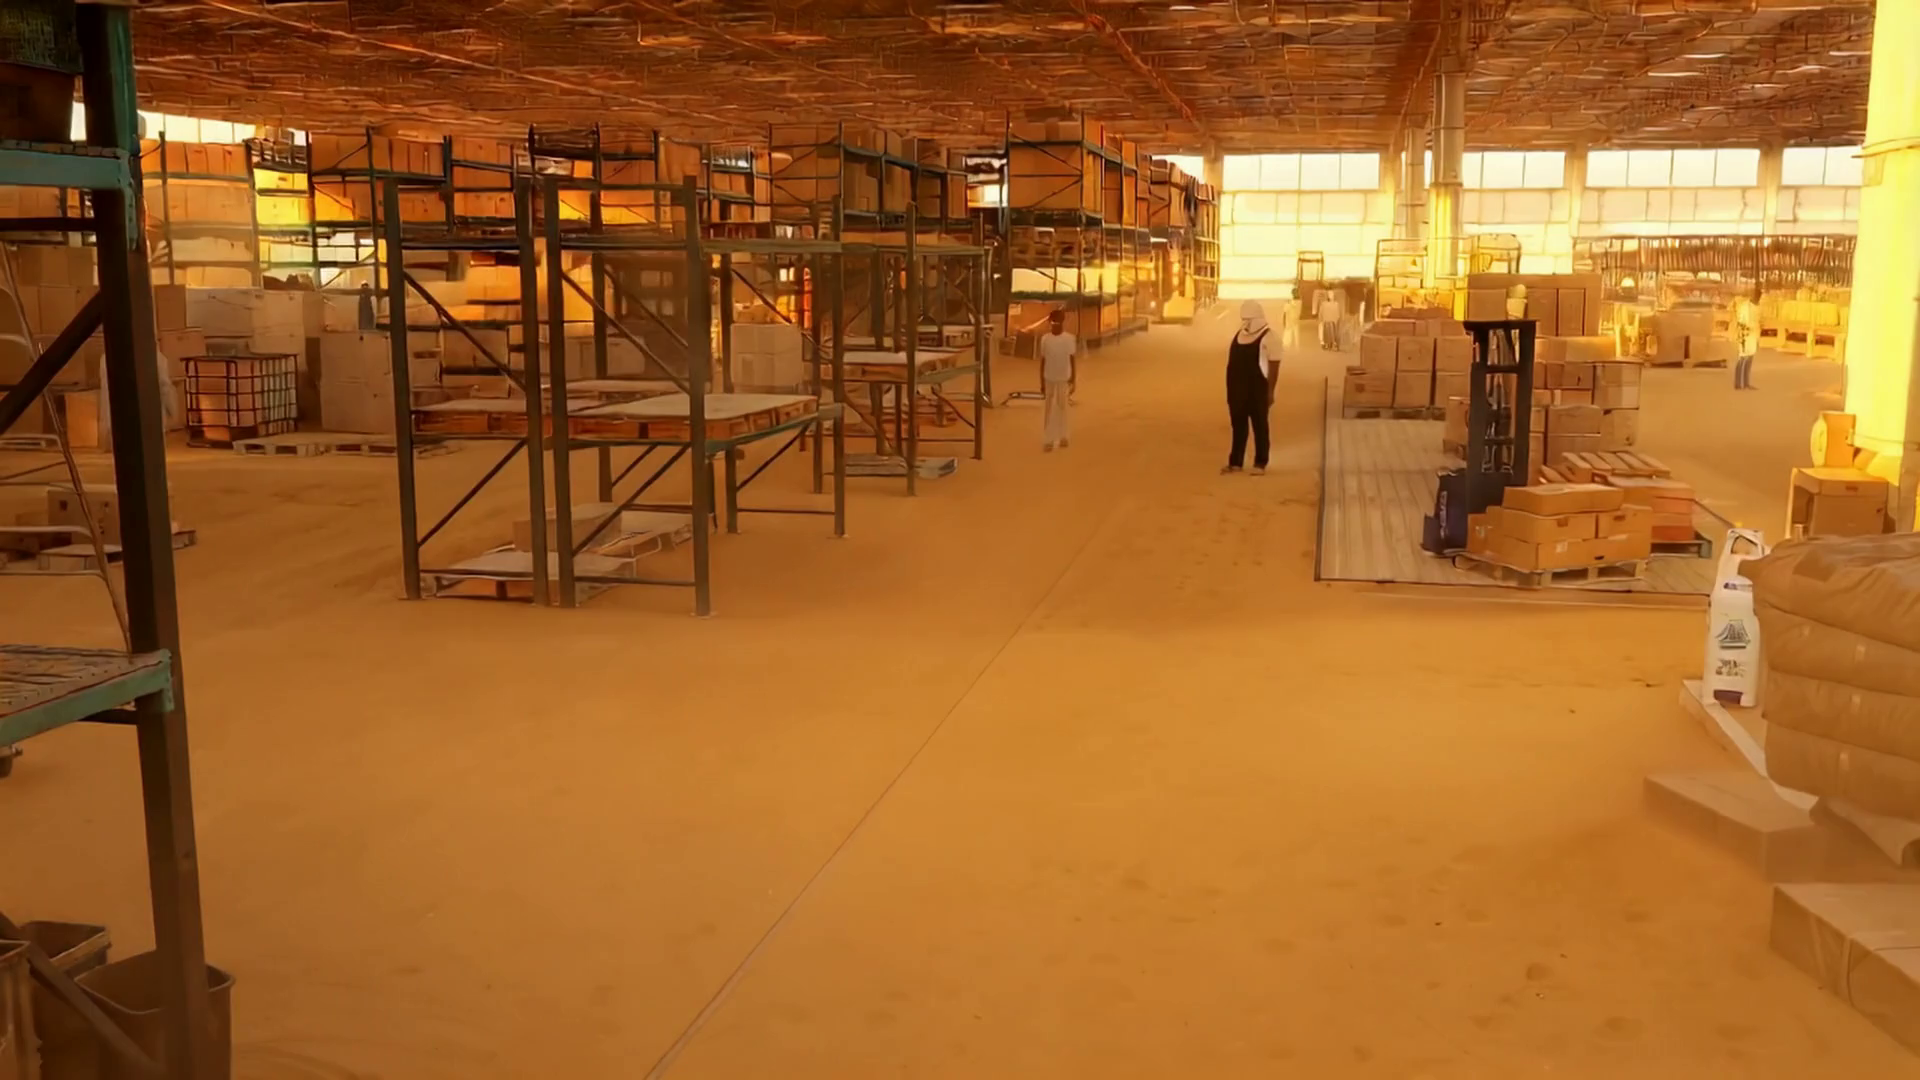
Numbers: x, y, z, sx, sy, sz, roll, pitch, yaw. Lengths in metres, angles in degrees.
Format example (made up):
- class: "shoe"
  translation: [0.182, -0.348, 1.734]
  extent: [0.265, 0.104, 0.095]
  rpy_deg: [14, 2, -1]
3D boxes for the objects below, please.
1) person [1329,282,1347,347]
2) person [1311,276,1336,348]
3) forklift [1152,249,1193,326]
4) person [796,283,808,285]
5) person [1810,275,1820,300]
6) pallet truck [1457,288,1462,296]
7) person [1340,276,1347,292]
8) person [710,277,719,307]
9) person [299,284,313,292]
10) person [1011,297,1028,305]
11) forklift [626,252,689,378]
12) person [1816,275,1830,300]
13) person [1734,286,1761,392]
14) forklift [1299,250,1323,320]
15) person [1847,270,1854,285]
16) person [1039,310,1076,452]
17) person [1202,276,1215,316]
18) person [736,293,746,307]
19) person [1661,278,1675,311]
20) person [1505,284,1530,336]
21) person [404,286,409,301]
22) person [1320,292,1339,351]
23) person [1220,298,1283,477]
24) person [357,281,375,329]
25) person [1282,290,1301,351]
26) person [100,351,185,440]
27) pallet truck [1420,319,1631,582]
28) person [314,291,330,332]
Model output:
- class: "person"
  translation: [10.556, -6.335, 46.801]
  extent: [0.646, 1.863, 0.999]
  rpy_deg: [-2, 10, -11]
- class: "person"
  translation: [10.118, -6.342, 46.336]
  extent: [0.650, 2.004, 0.852]
  rpy_deg: [3, 10, 15]
- class: "forklift"
  translation: [7.646, -9.320, 61.395]
  extent: [1.873, 2.768, 1.129]
  rpy_deg: [2, 10, 11]
- class: "person"
  translation: [-7.150, -11.095, 75.142]
  extent: [0.570, 1.810, 0.962]
  rpy_deg: [2, 10, 14]
- class: "person"
  translation: [36.654, -10.519, 71.654]
  extent: [0.772, 1.819, 0.579]
  rpy_deg: [4, 11, 24]
- class: "pallet truck"
  translation: [20.506, -9.785, 68.819]
  extent: [0.653, 1.274, 1.630]
  rpy_deg: [2, 10, 12]
- class: "person"
  translation: [19.628, -12.716, 85.214]
  extent: [0.518, 1.627, 0.435]
  rpy_deg: [-8, 12, -38]
- class: "person"
  translation: [-7.533, -7.058, 50.787]
  extent: [0.367, 1.939, 0.635]
  rpy_deg: [-7, 12, -34]
- class: "person"
  translation: [-15.356, -5.073, 39.161]
  extent: [0.978, 1.882, 0.565]
  rpy_deg: [-7, 12, -36]
- class: "person"
  translation: [2.095, -8.338, 59.035]
  extent: [0.668, 1.727, 0.293]
  rpy_deg: [0, 10, 2]
- class: "forklift"
  translation: [-4.605, -3.245, 25.422]
  extent: [1.129, 2.768, 1.873]
  rpy_deg: [2, 10, 12]
- class: "person"
  translation: [36.625, -10.376, 70.810]
  extent: [0.757, 1.804, 0.601]
  rpy_deg: [-3, 10, -17]
- class: "person"
  translation: [14.797, -3.762, 31.184]
  extent: [0.600, 1.967, 0.367]
  rpy_deg: [-7, 12, -34]
- class: "forklift"
  translation: [13.778, -10.002, 65.433]
  extent: [1.129, 2.768, 1.873]
  rpy_deg: [2, 10, 12]
- class: "person"
  translation: [38.746, -10.722, 72.316]
  extent: [0.674, 1.995, 0.563]
  rpy_deg: [-3, 10, -18]
- class: "person"
  translation: [1.267, -2.062, 21.563]
  extent: [0.512, 1.823, 0.980]
  rpy_deg: [2, 10, 9]
- class: "person"
  translation: [10.803, -10.601, 72.287]
  extent: [0.546, 1.751, 0.449]
  rpy_deg: [1, 10, 6]
- class: "person"
  translation: [-5.614, -5.457, 42.256]
  extent: [0.411, 1.610, 0.540]
  rpy_deg: [0, 10, -2]
- class: "person"
  translation: [24.696, -8.222, 58.050]
  extent: [0.403, 1.817, 0.602]
  rpy_deg: [7, 12, 34]
- class: "person"
  translation: [12.584, -4.817, 37.576]
  extent: [0.391, 1.920, 0.593]
  rpy_deg: [-7, 12, -37]
- class: "person"
  translation: [-14.240, -5.702, 43.195]
  extent: [0.617, 1.791, 0.939]
  rpy_deg: [4, 10, 23]
- class: "person"
  translation: [9.991, -5.896, 44.909]
  extent: [0.536, 1.595, 0.817]
  rpy_deg: [0, 10, -3]
- class: "person"
  translation: [3.287, -1.734, 18.958]
  extent: [0.537, 2.000, 0.678]
  rpy_deg: [-9, 13, -44]
- class: "person"
  translation: [-13.272, -4.795, 37.207]
  extent: [0.372, 1.997, 0.620]
  rpy_deg: [-6, 11, -32]
- class: "person"
  translation: [8.957, -5.929, 44.947]
  extent: [0.548, 1.644, 0.895]
  rpy_deg: [-1, 10, -6]
- class: "person"
  translation: [-7.964, -1.178, 16.154]
  extent: [1.036, 1.892, 0.647]
  rpy_deg: [7, 12, 38]
- class: "pallet truck"
  translation: [4.543, -0.757, 13.299]
  extent: [0.823, 1.965, 1.885]
  rpy_deg: [-4, 10, -22]
- class: "person"
  translation: [-13.700, -4.412, 35.558]
  extent: [0.973, 1.795, 0.644]
  rpy_deg: [4, 10, 22]
